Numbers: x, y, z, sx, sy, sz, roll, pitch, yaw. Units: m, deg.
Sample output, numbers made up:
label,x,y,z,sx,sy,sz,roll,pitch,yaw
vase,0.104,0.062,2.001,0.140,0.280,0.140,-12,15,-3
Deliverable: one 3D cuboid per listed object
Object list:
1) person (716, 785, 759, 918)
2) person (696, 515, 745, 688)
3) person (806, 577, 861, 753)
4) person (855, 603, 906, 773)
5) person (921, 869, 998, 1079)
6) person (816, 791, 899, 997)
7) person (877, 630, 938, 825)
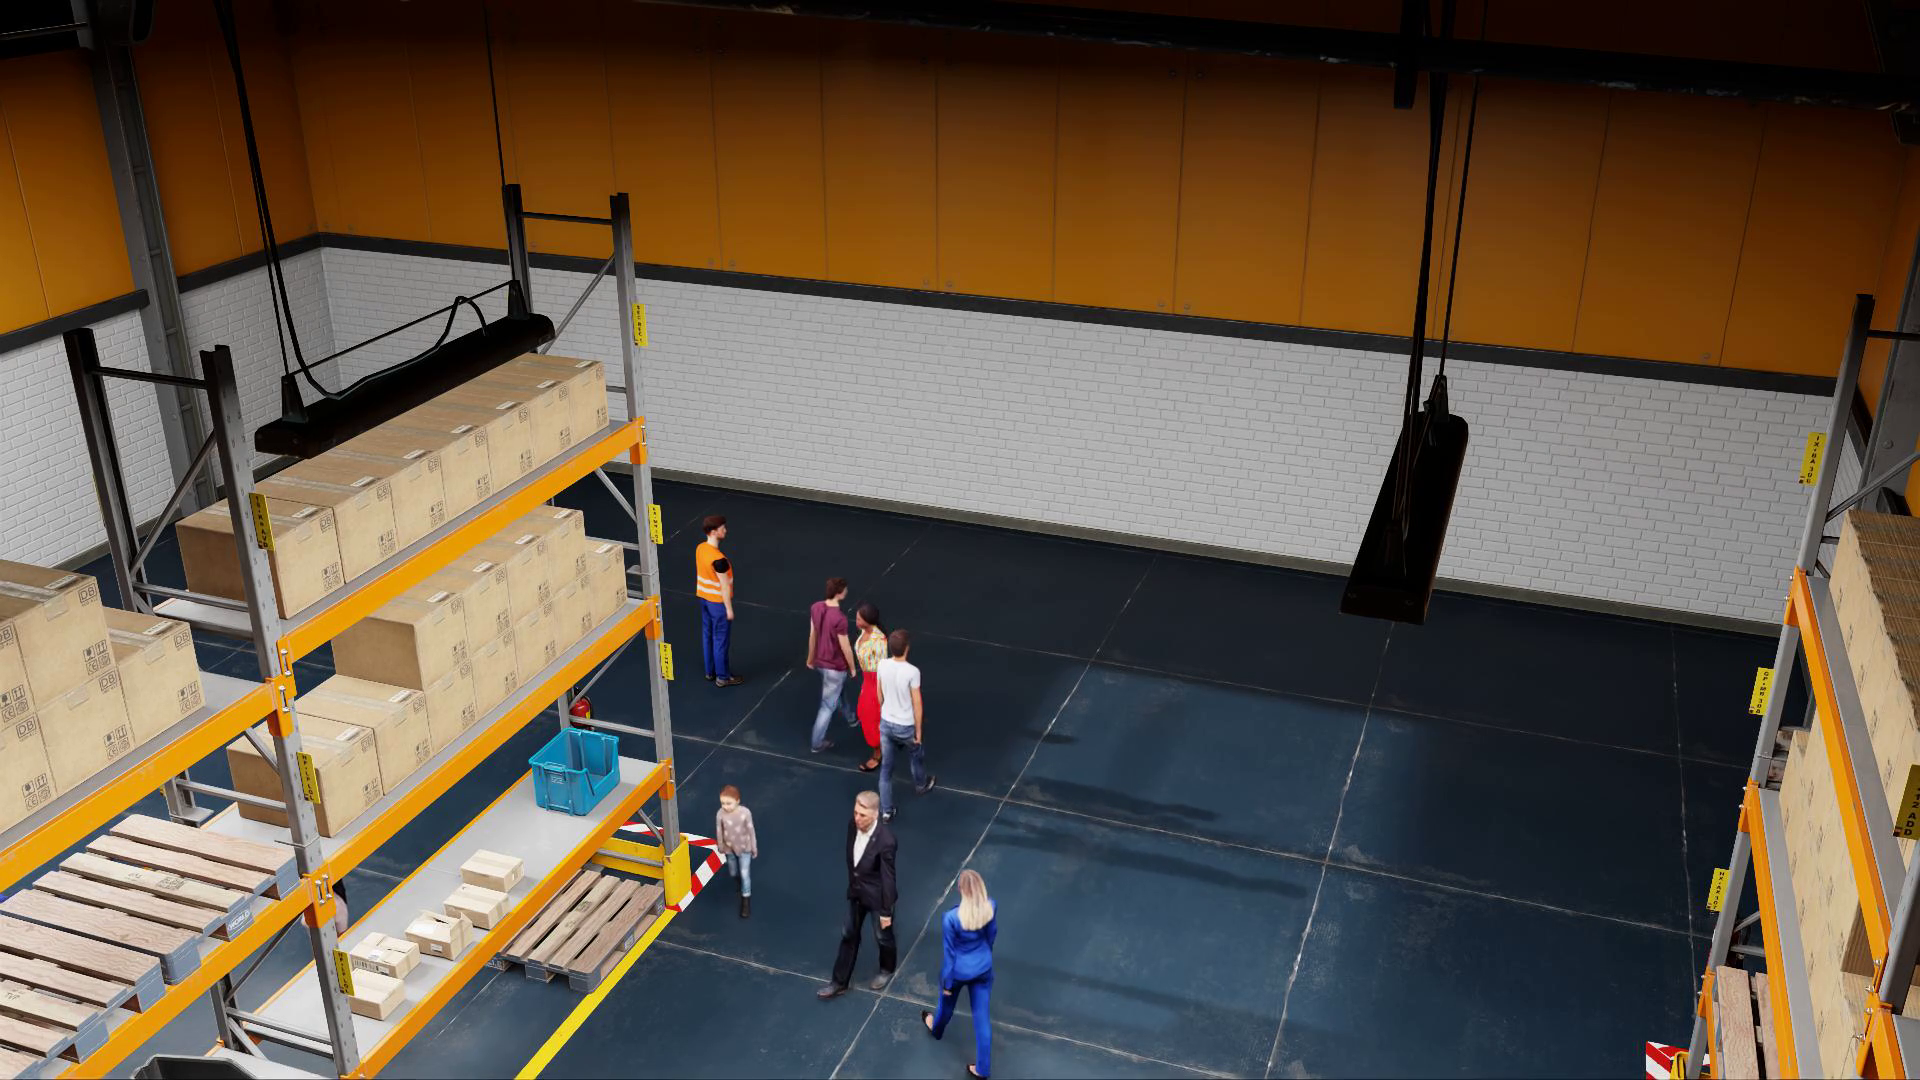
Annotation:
label,x,y,z,sx,sy,sz,roll,pitch,yaw
person,-1.860,2.548,13.946,0.635,1.178,0.805,0,24,-1
person,-2.569,0.635,17.445,0.817,1.881,0.792,-17,29,-33
person,-1.312,1.241,16.154,1.192,1.804,0.995,-21,31,-40
person,-0.715,1.395,15.844,0.936,1.771,0.874,-12,26,-26
person,0.110,3.167,11.922,1.084,1.665,1.125,-12,26,-25
person,-0.632,2.683,12.864,0.928,1.797,1.083,20,30,38
person,-0.592,1.722,15.017,0.672,1.834,1.053,9,25,20
